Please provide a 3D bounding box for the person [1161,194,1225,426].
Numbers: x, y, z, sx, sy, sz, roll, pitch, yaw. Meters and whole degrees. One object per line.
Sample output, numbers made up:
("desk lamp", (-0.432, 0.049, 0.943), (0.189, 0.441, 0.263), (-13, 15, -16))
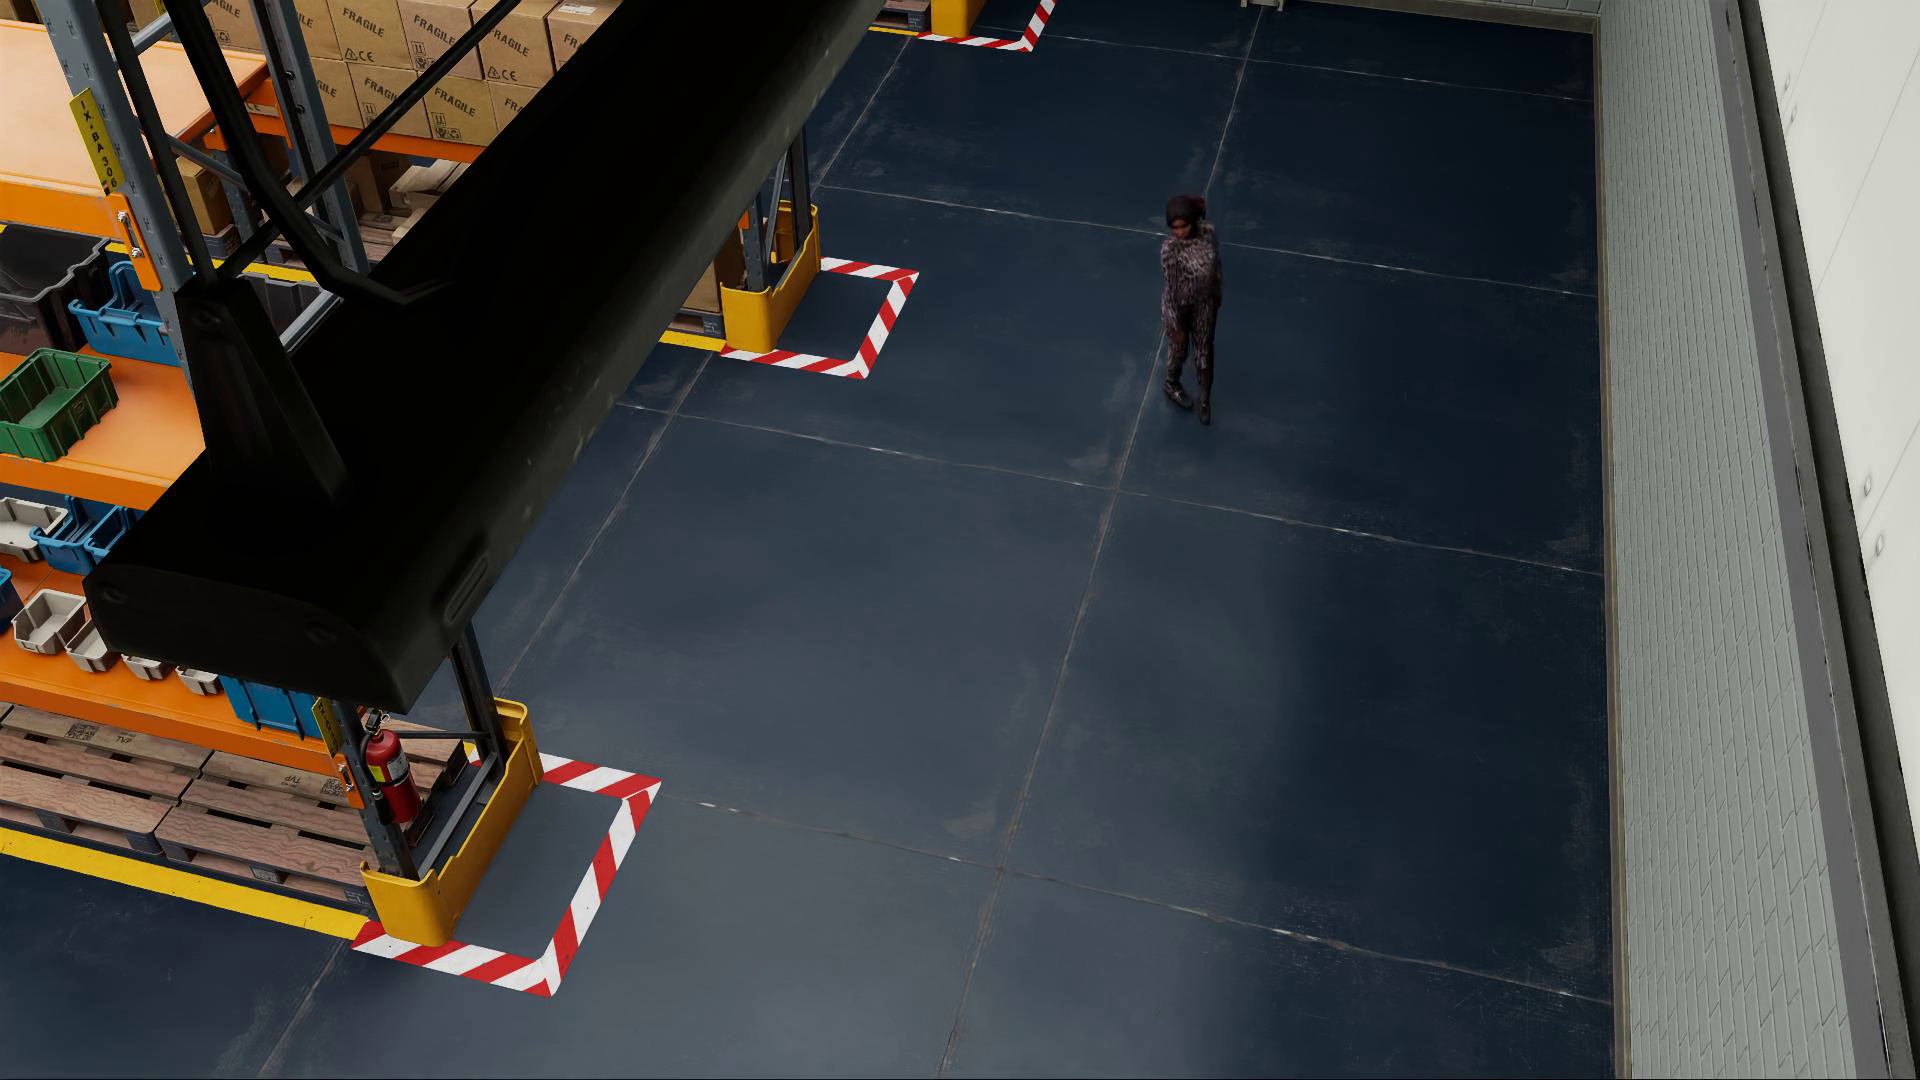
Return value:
("person", (1.441, -1.491, 10.549), (0.813, 1.676, 0.882), (-23, 48, -23))
